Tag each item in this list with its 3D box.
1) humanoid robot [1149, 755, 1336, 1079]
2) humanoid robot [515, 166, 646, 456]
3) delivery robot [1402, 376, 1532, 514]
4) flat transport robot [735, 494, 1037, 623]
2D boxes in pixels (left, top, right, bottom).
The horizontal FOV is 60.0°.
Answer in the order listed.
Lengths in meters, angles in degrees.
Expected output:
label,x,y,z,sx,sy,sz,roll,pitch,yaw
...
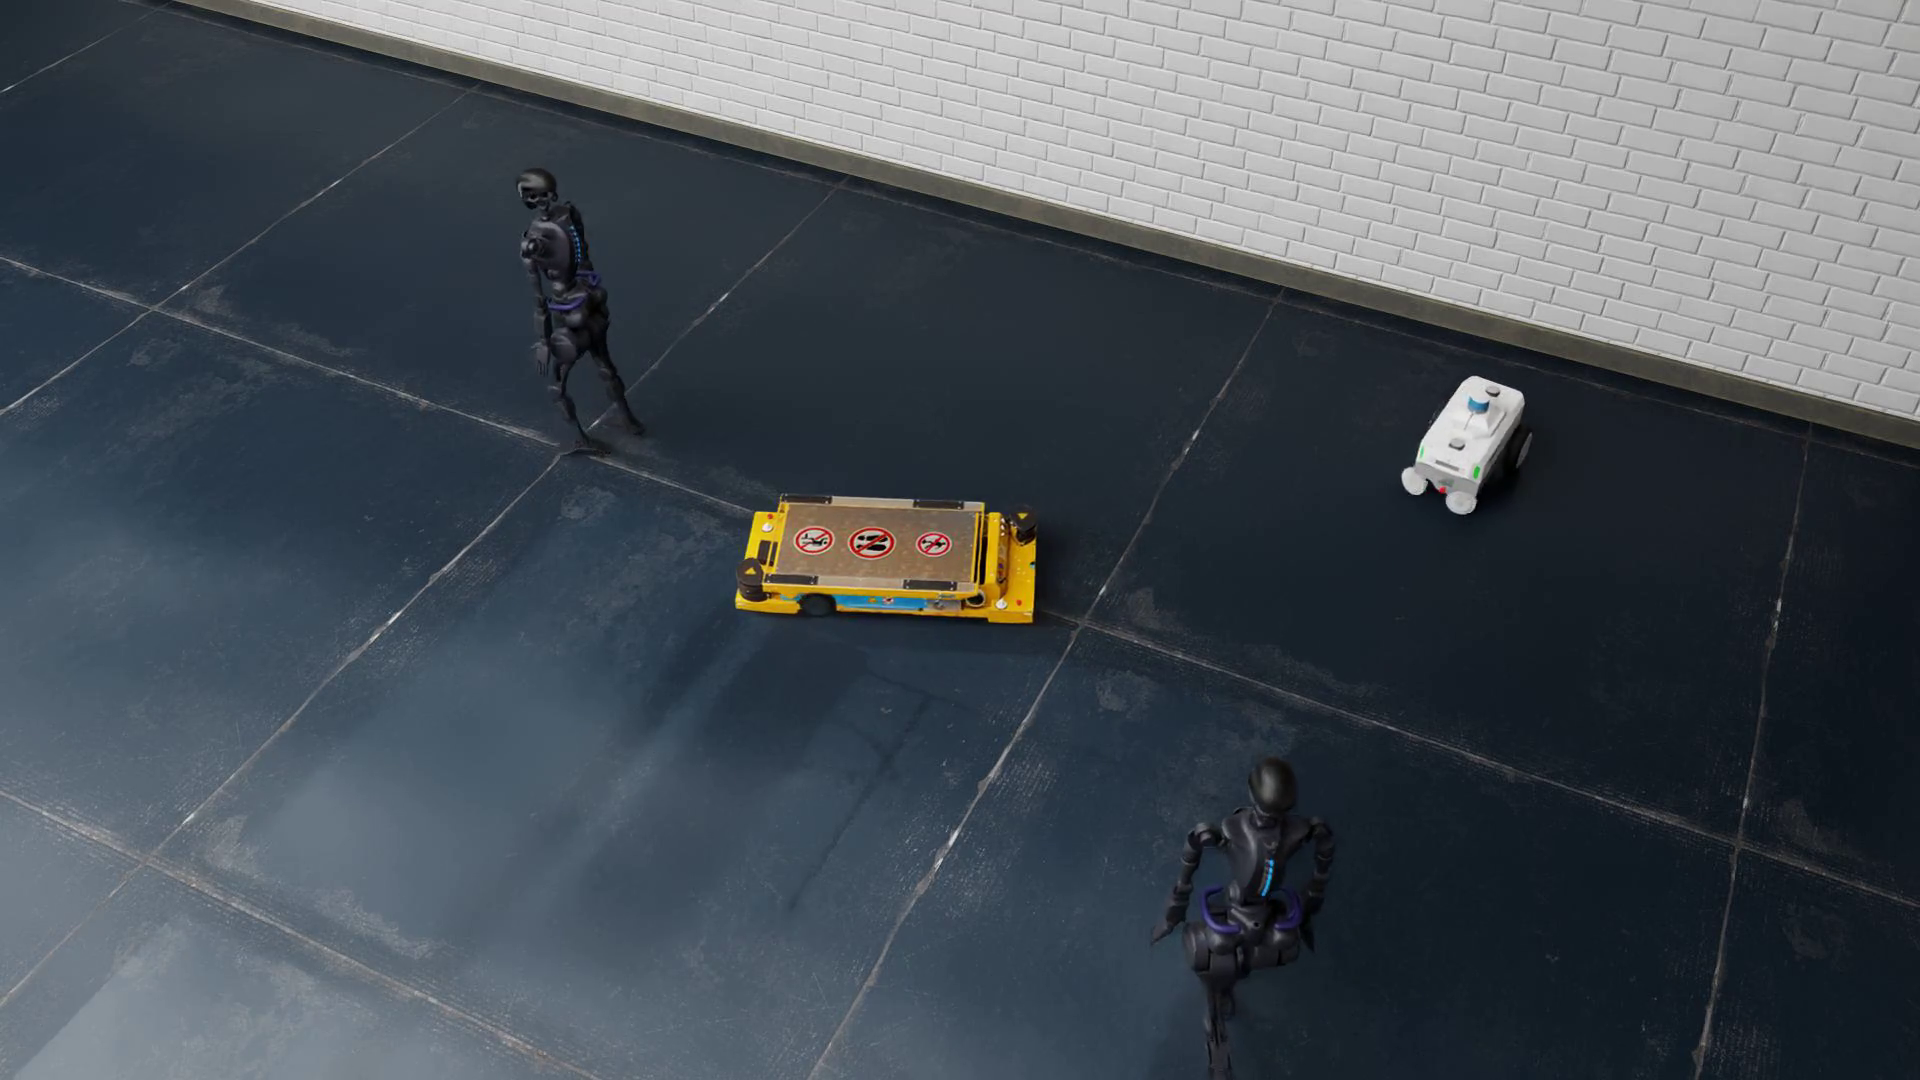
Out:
label,x,y,z,sx,sy,sz,roll,pitch,yaw
humanoid robot,0.984,1.378,5.784,0.591,1.651,0.787,-4,43,-4
humanoid robot,-1.950,-1.132,8.443,0.451,1.643,0.608,11,44,12
delivery robot,2.629,-0.523,8.602,0.513,0.584,0.744,24,48,23
flat transport robot,-0.345,0.091,8.157,1.431,0.231,0.659,2,43,3
